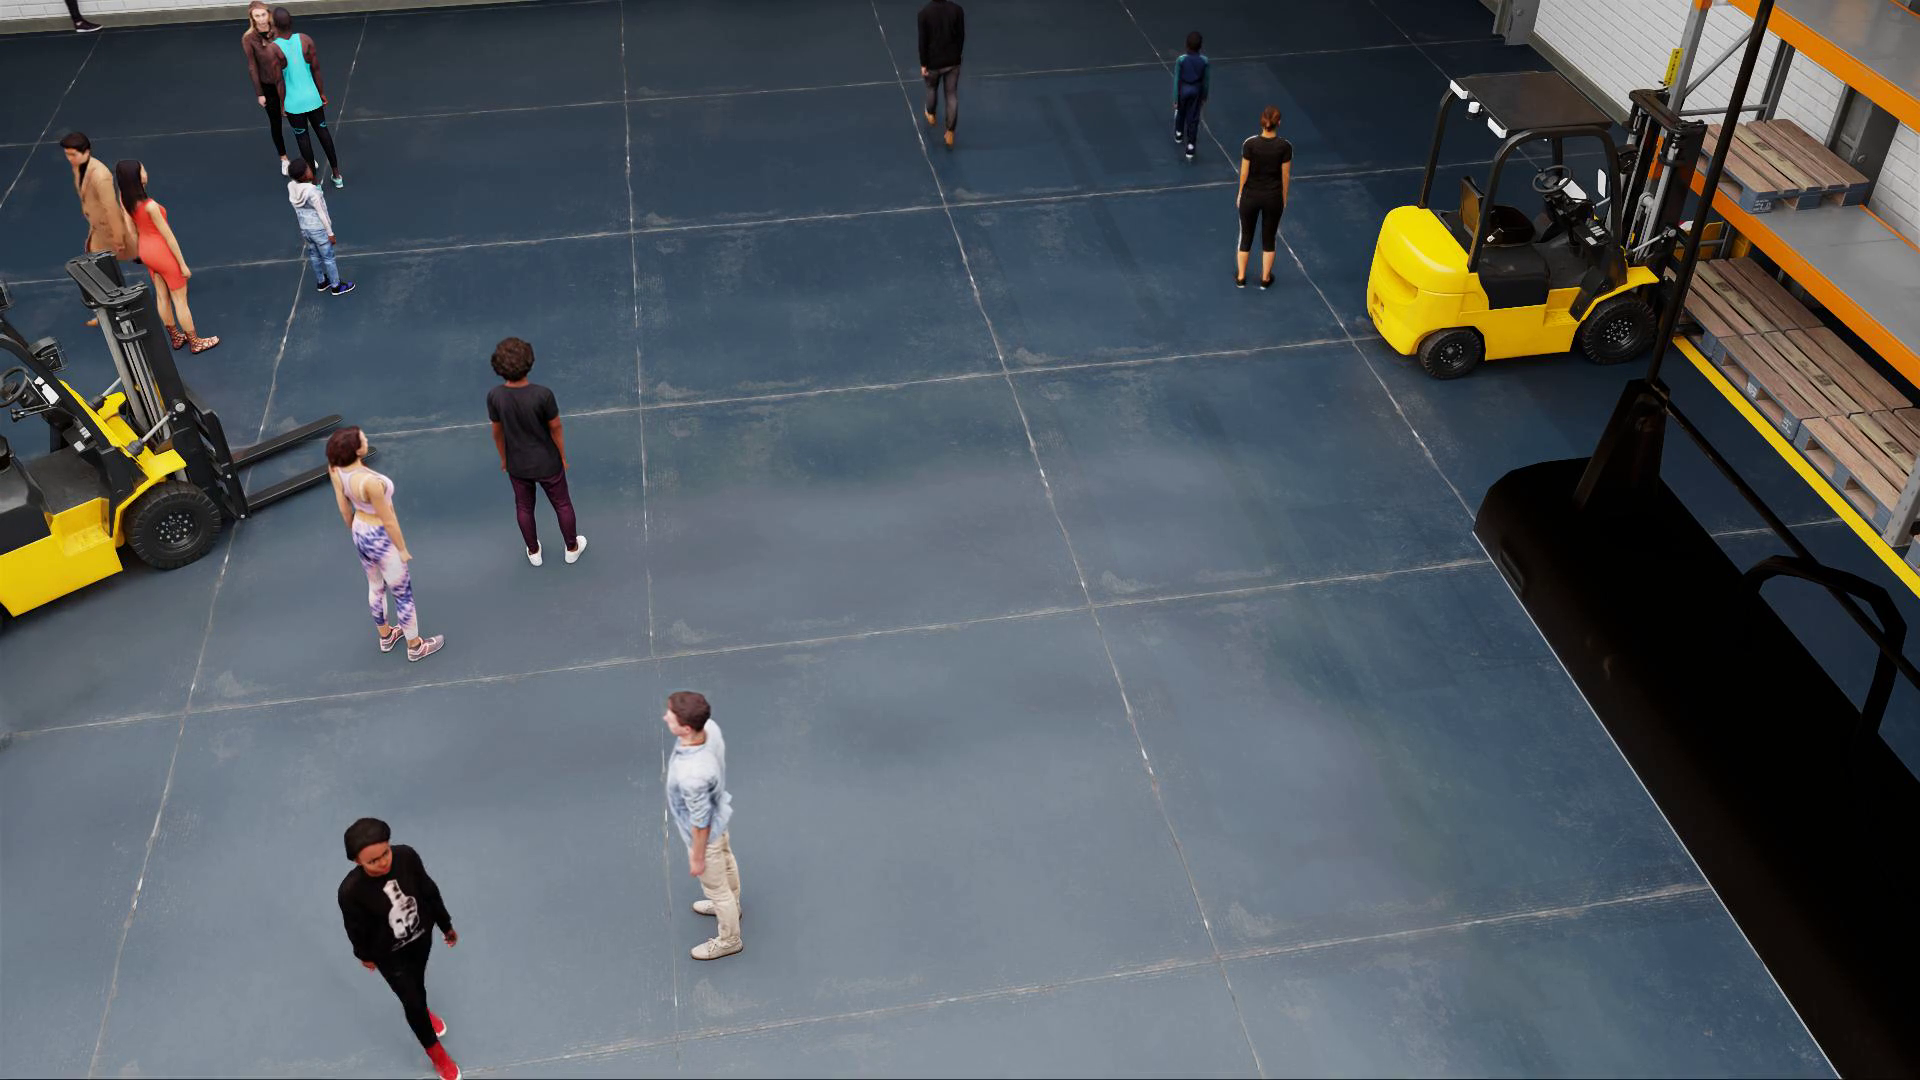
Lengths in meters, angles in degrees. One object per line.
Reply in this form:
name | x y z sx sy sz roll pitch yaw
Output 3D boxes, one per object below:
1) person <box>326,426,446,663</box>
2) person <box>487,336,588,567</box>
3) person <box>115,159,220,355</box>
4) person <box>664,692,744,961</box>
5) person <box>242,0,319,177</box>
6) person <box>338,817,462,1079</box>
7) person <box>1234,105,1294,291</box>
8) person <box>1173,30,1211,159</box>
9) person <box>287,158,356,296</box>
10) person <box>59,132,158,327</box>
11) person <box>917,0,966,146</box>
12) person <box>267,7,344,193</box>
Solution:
person | -3.707 0.015 10.596 0.672 1.764 0.710 19 42 22
person | -2.915 -0.586 11.333 0.637 1.784 0.575 -3 39 -3
person | -6.509 -2.303 13.534 0.671 1.719 0.699 17 42 20
person | -1.323 1.481 8.694 0.746 1.847 0.557 0 39 0
person | -6.642 -4.417 16.193 0.672 1.705 0.645 -23 44 -26
person | -2.832 1.936 8.281 0.921 1.651 0.854 25 45 28
person | 2.615 -2.965 14.404 0.643 1.669 0.616 7 39 9
person | 2.296 -4.418 16.579 0.629 1.225 0.933 2 39 2
person | -5.600 -2.725 14.431 0.569 1.261 0.623 20 43 23
person | -7.077 -2.686 14.040 1.151 1.686 1.200 26 46 29
person | -0.162 -4.795 16.680 0.642 1.688 1.056 -6 39 -8
person | -6.242 -4.172 15.801 0.676 1.811 0.673 -27 46 -30
